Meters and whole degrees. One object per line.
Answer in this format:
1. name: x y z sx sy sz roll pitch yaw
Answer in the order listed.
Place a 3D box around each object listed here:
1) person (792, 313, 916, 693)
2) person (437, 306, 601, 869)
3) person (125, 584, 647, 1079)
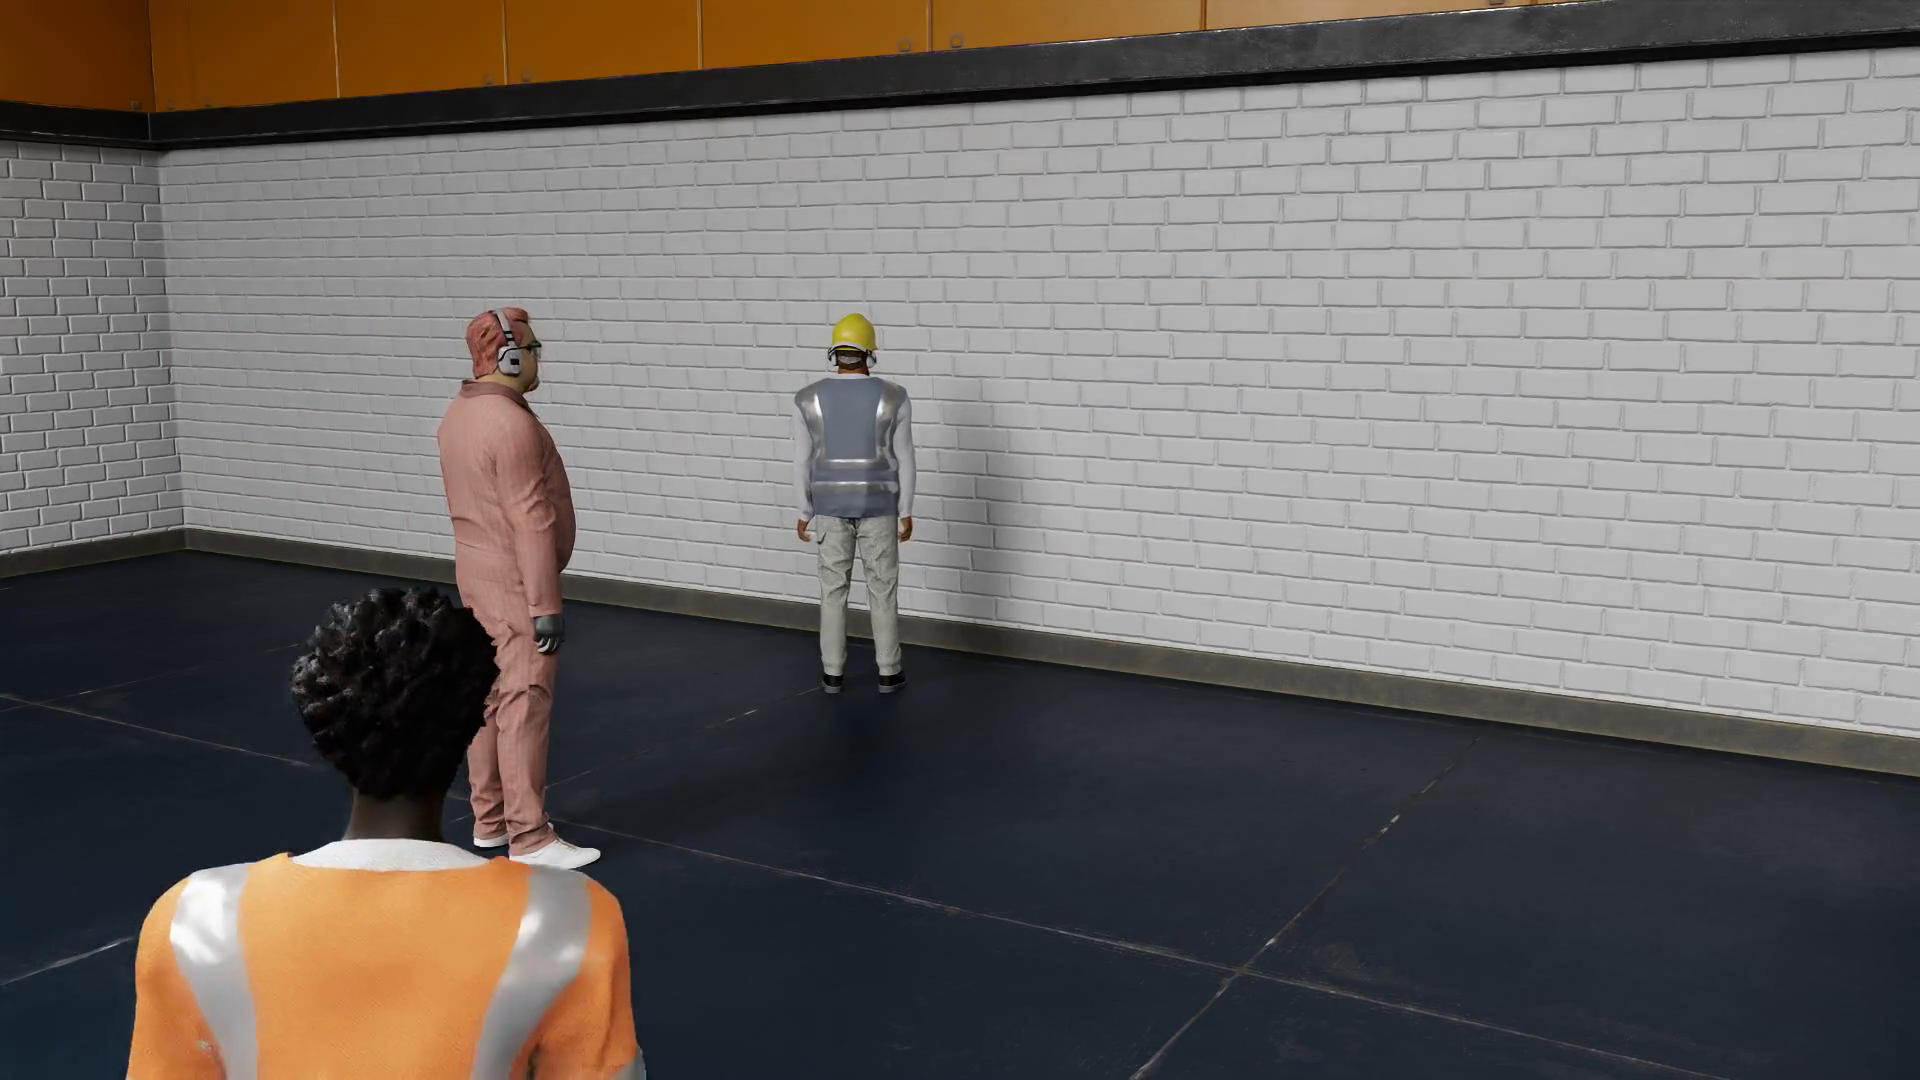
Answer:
1. person: -0.504 -0.169 8.017 0.591 1.834 0.404 1 9 4
2. person: -1.508 0.169 5.673 0.410 1.913 0.643 -7 11 -37
3. person: -0.638 0.882 1.929 0.566 1.672 0.533 -1 9 -8
